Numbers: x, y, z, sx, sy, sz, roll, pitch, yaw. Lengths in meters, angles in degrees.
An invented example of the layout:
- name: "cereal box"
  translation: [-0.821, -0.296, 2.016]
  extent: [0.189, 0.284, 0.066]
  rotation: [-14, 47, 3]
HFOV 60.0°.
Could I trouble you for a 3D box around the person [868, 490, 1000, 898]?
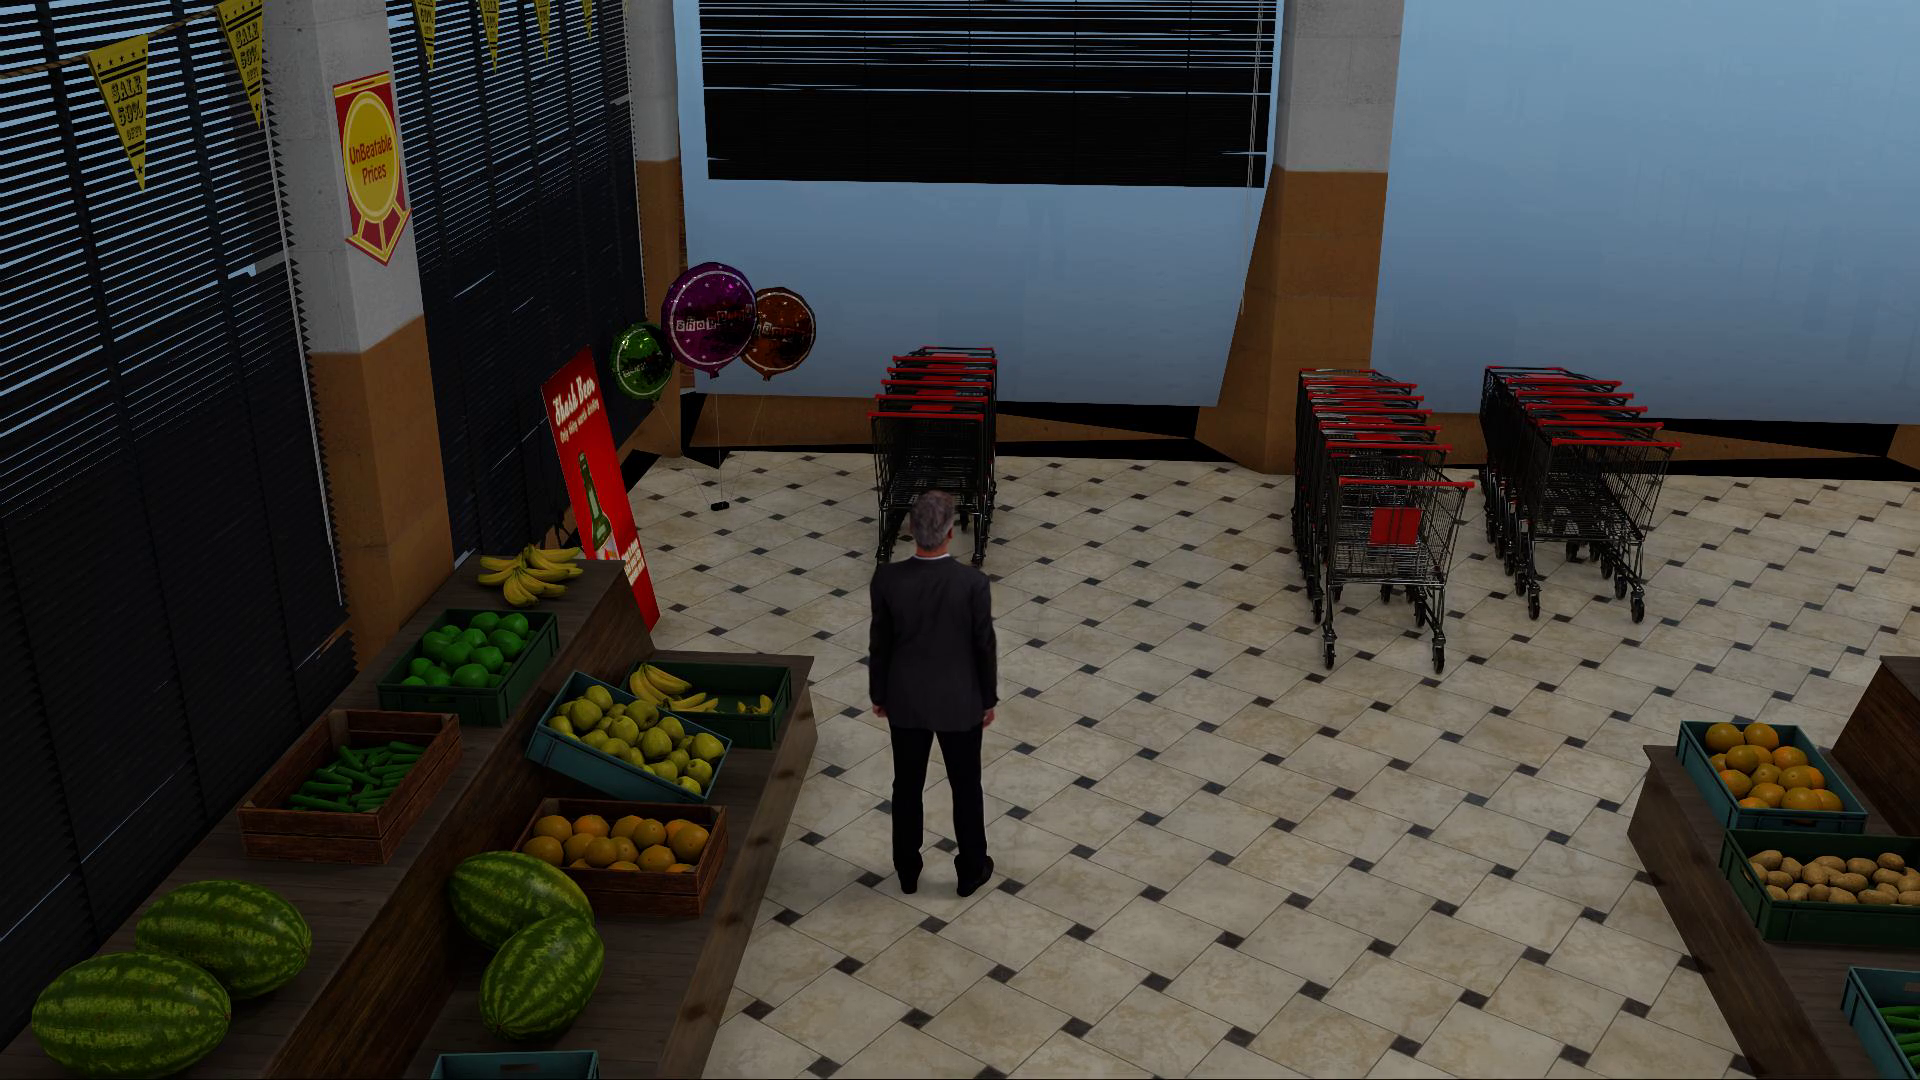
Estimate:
- name: "person"
  translation: [-0.105, 0.658, 7.017]
  extent: [0.727, 1.842, 0.618]
  rotation: [4, 22, 9]
